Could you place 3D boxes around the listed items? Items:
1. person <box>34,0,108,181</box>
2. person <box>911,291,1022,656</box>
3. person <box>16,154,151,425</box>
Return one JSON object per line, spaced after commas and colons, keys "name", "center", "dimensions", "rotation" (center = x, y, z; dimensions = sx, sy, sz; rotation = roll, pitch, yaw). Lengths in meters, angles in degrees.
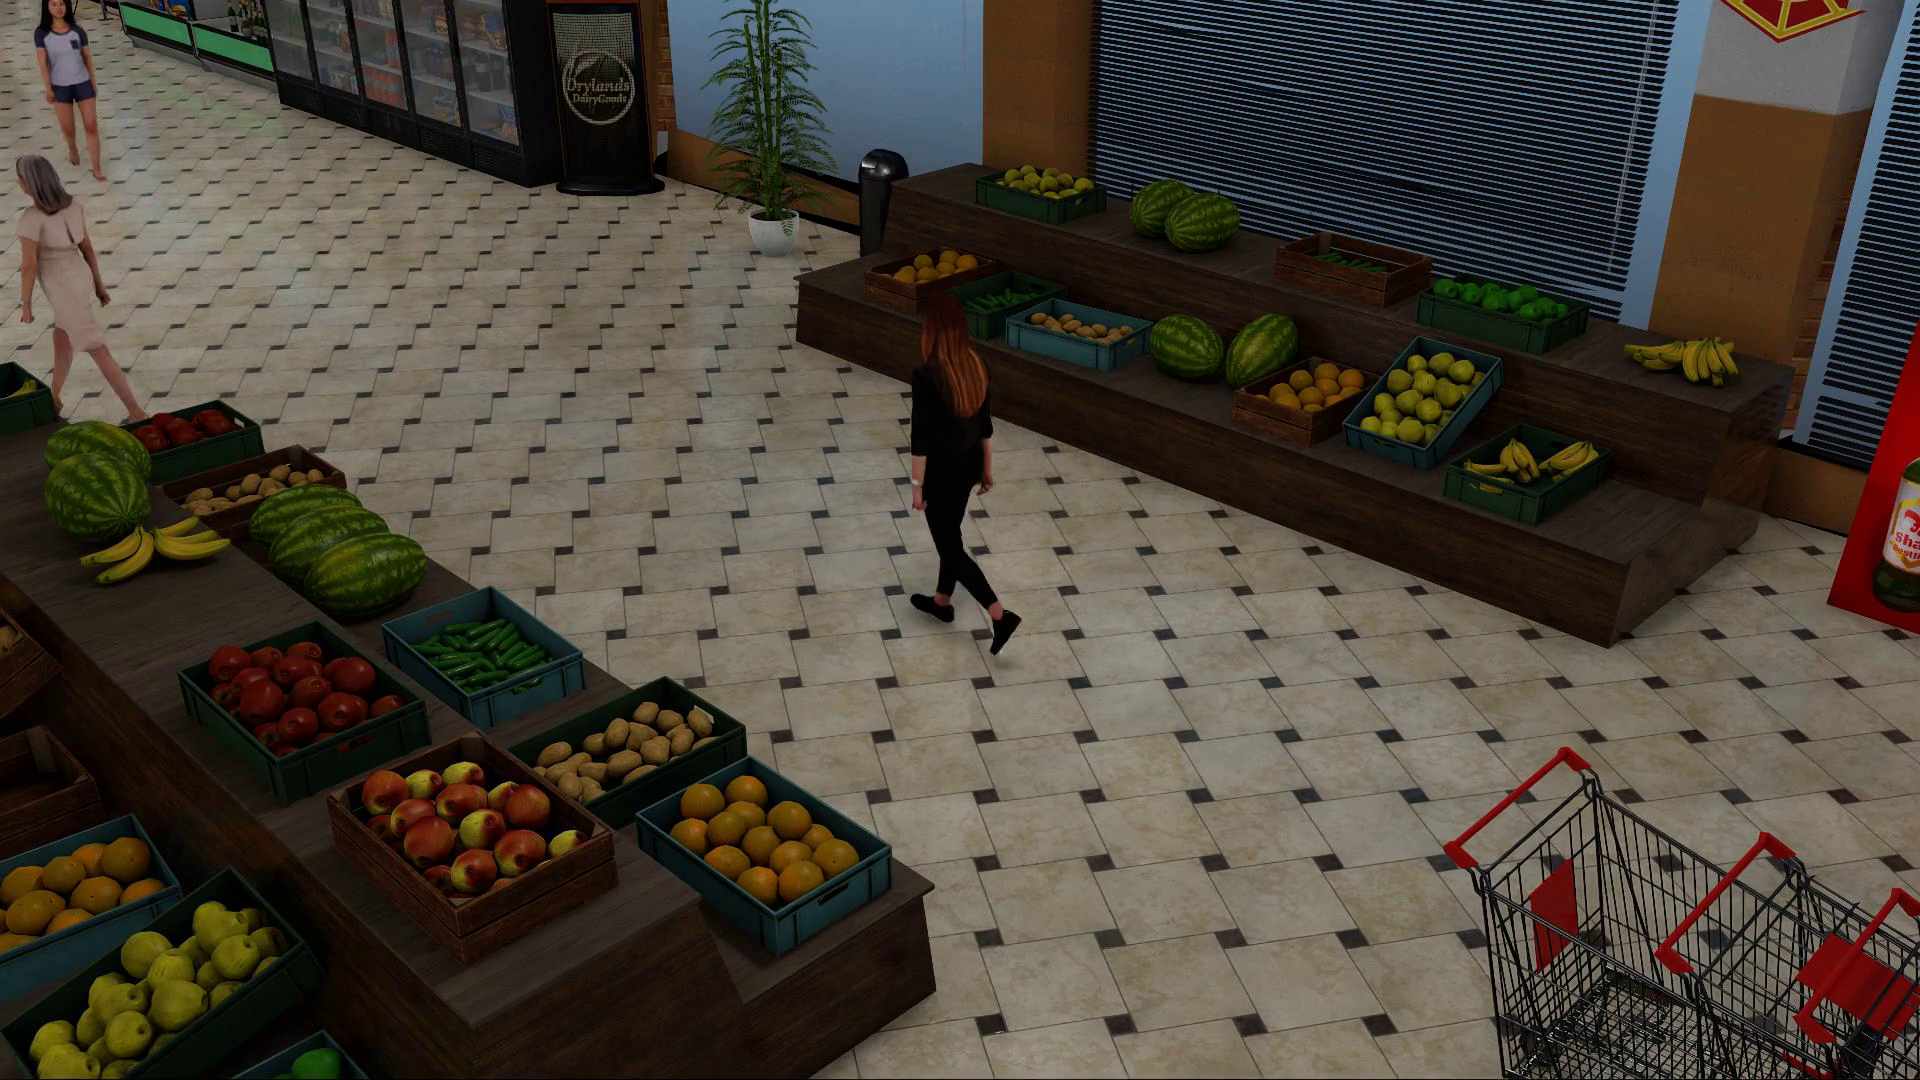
{"name": "person", "center": [-8.213, -4.198, 15.344], "dimensions": [0.663, 1.697, 0.795], "rotation": [-19, 33, -33]}
{"name": "person", "center": [0.033, -0.276, 7.619], "dimensions": [0.610, 1.689, 1.033], "rotation": [-23, 35, -38]}
{"name": "person", "center": [-5.143, -1.380, 9.791], "dimensions": [1.188, 1.695, 0.999], "rotation": [6, 28, 12]}
